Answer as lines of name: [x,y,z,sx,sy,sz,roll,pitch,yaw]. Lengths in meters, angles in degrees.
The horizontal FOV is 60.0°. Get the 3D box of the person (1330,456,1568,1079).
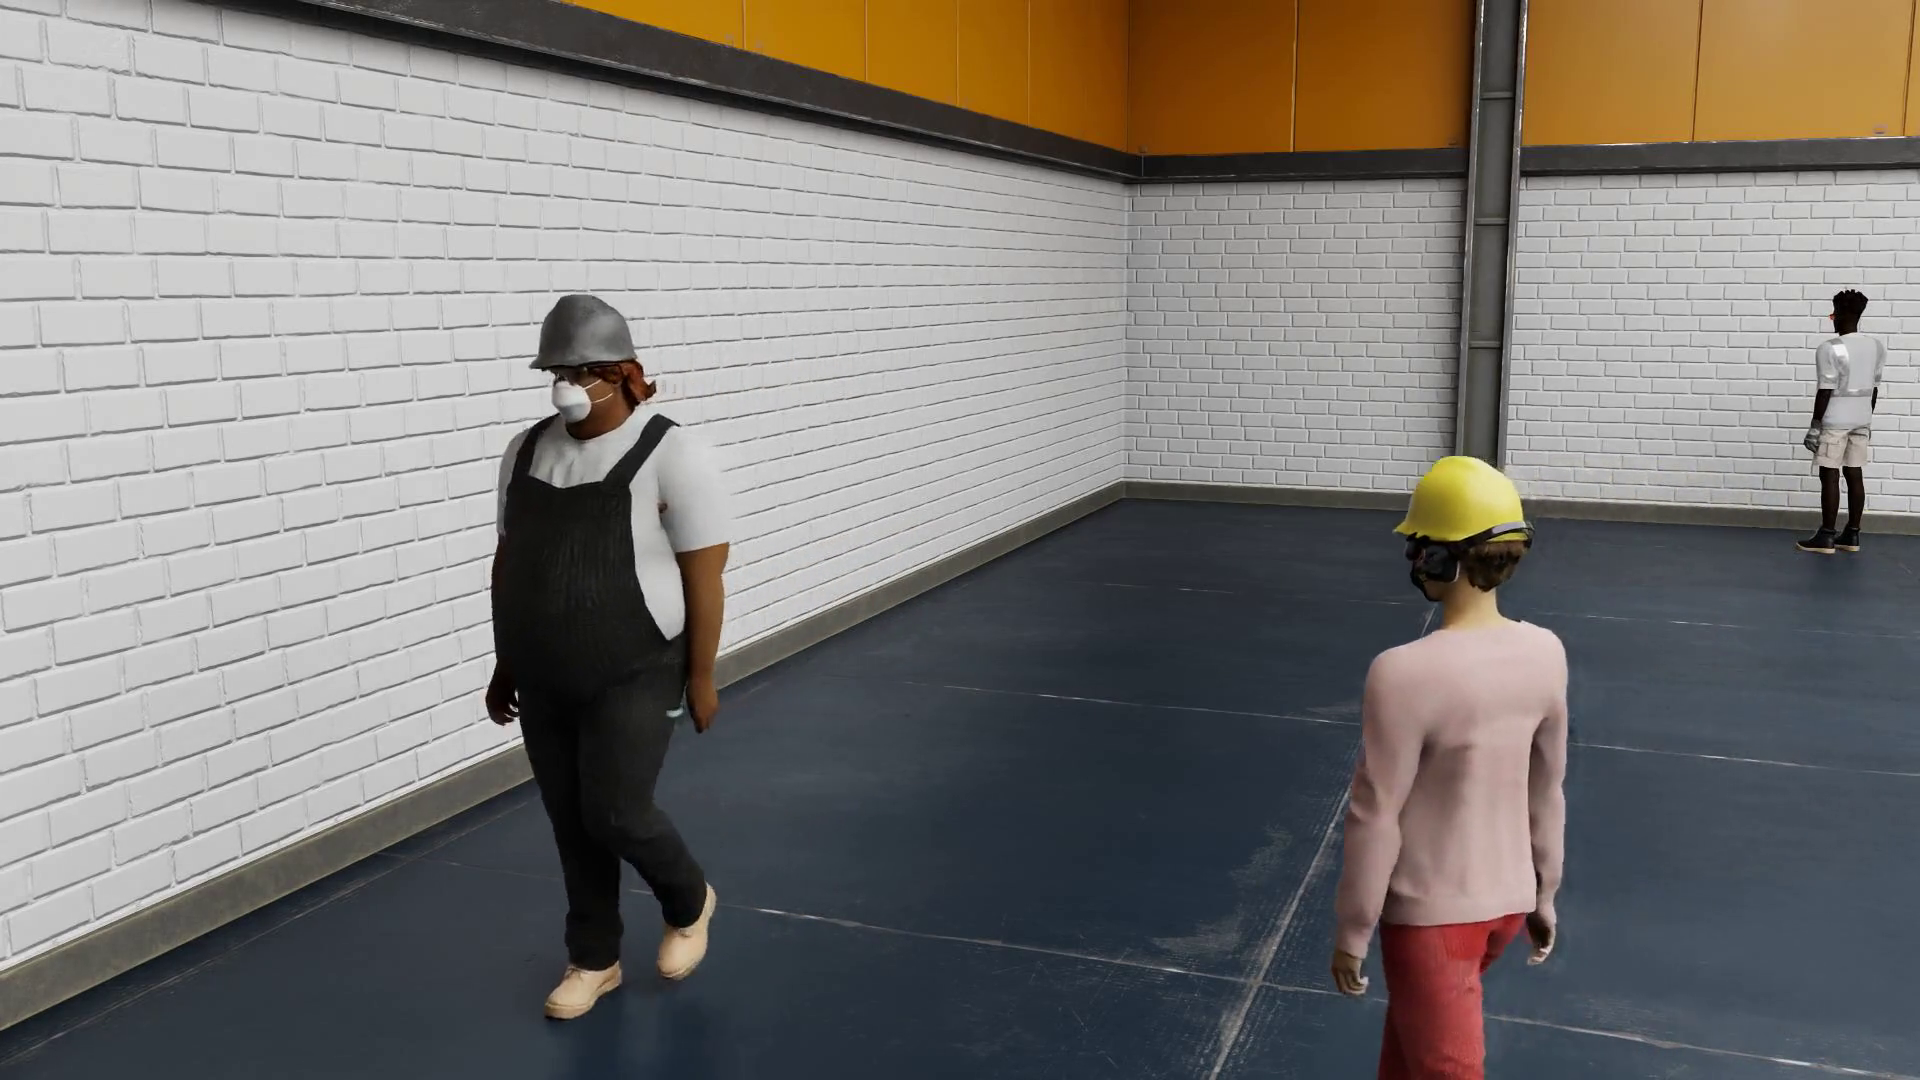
person: [0.982,0.703,3.207,0.530,1.731,0.852,-6,11,-34]

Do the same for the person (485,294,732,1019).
person: [-1.030,0.326,4.612,0.692,2.000,0.541,4,10,26]

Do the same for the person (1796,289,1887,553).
person: [6.573,-0.879,12.410,0.604,1.966,0.367,-4,10,-21]
